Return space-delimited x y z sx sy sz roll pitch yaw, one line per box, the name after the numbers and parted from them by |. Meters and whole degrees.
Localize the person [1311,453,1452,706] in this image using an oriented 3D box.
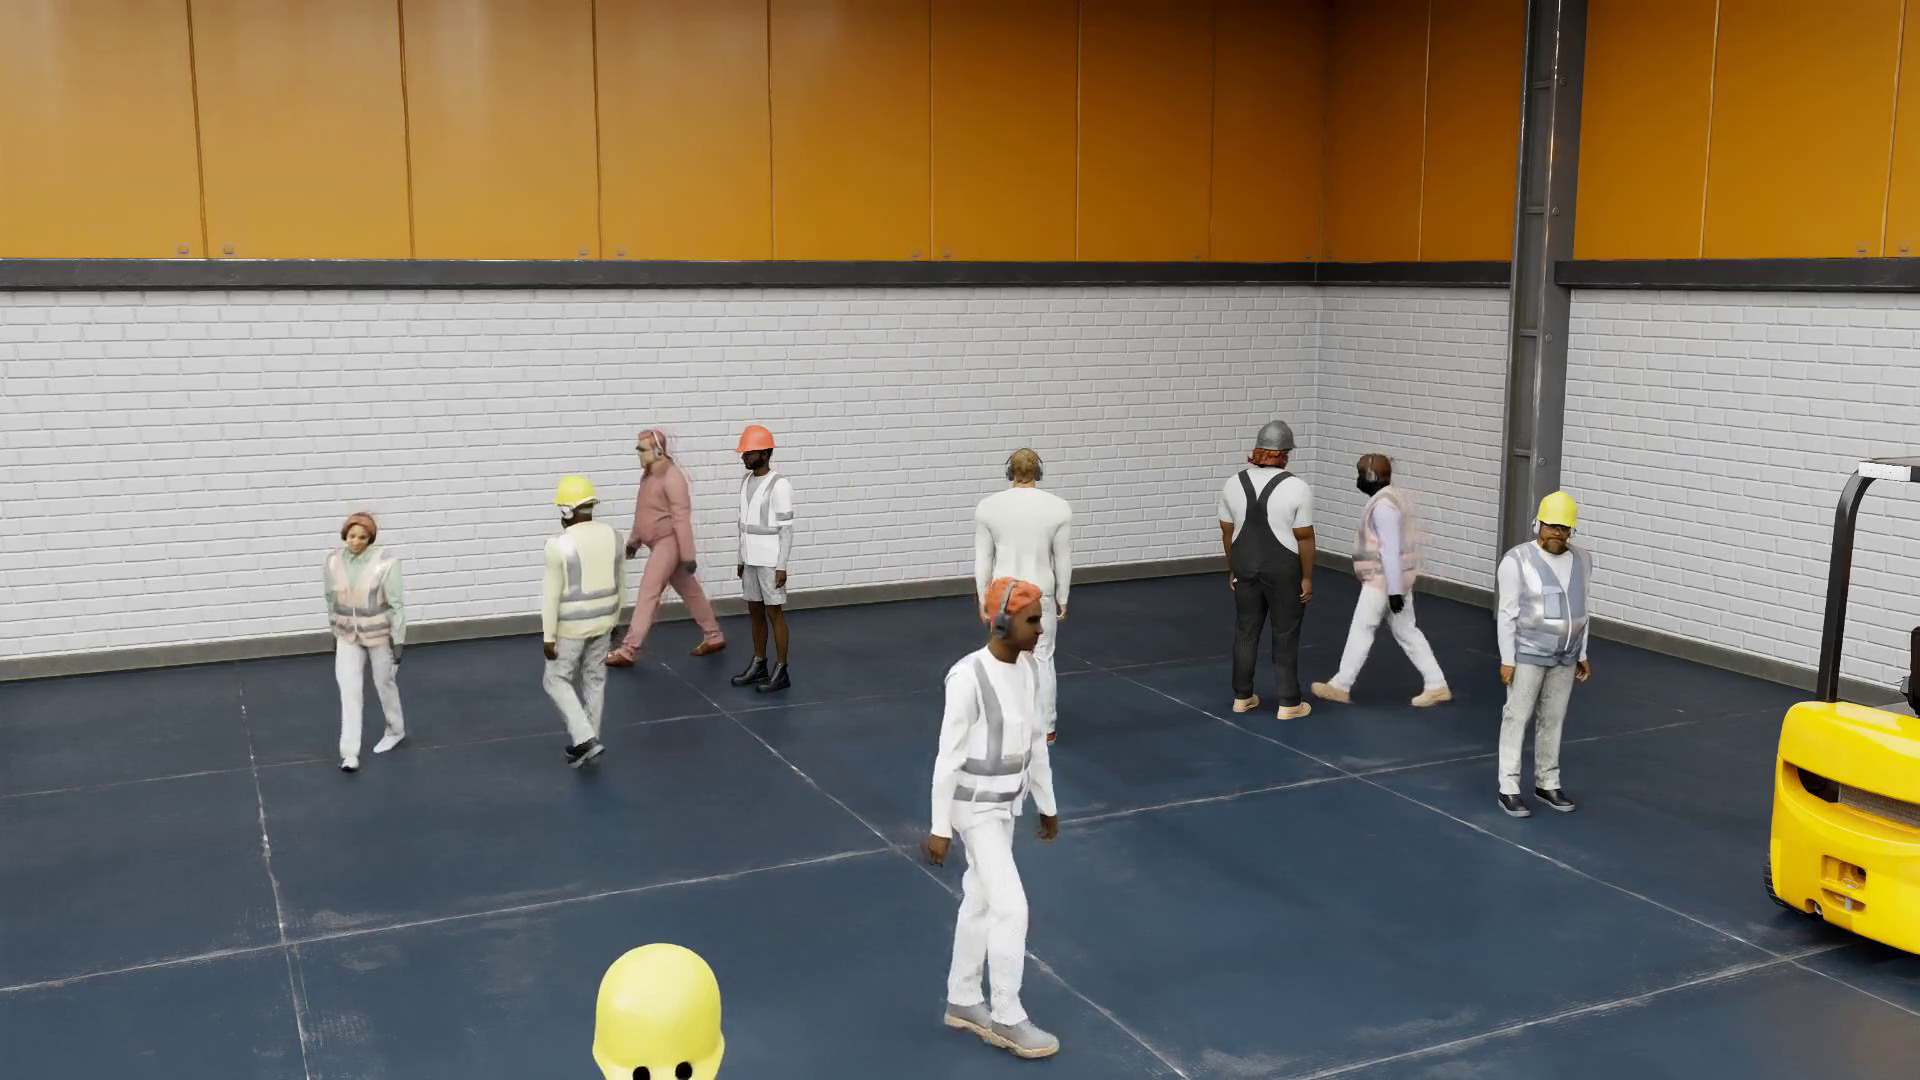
2.999 0.290 11.622 0.951 1.784 0.676 4 10 22 | person

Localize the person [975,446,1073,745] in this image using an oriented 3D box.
0.408 0.363 10.682 0.624 1.930 0.371 1 9 3 | person

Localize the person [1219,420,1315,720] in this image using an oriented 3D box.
2.138 0.193 11.373 0.682 2.000 0.537 7 11 37 | person

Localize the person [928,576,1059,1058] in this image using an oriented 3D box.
0.219 1.071 6.467 0.672 1.862 0.604 5 10 28 | person

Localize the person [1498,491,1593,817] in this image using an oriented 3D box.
3.283 0.630 9.314 0.591 1.829 0.404 -3 10 -17 | person

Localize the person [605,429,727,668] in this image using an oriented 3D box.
-2.296 0.055 12.865 1.060 1.844 0.666 -4 10 -21 | person

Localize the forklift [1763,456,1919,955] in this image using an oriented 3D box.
4.857 0.731 7.561 2.313 2.155 1.214 -4 10 -25 | forklift

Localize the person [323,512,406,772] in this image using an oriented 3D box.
-3.638 0.605 10.211 0.525 1.585 0.849 1 9 4 | person

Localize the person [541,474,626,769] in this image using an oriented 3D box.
-2.309 0.501 10.133 0.516 1.822 0.616 8 12 41 | person

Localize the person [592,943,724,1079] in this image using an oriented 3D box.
-0.512 1.614 2.915 0.594 1.922 0.384 -6 11 -31 | person

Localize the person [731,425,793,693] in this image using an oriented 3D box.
-1.448 0.134 12.054 0.360 1.936 0.552 -8 12 -43 | person
